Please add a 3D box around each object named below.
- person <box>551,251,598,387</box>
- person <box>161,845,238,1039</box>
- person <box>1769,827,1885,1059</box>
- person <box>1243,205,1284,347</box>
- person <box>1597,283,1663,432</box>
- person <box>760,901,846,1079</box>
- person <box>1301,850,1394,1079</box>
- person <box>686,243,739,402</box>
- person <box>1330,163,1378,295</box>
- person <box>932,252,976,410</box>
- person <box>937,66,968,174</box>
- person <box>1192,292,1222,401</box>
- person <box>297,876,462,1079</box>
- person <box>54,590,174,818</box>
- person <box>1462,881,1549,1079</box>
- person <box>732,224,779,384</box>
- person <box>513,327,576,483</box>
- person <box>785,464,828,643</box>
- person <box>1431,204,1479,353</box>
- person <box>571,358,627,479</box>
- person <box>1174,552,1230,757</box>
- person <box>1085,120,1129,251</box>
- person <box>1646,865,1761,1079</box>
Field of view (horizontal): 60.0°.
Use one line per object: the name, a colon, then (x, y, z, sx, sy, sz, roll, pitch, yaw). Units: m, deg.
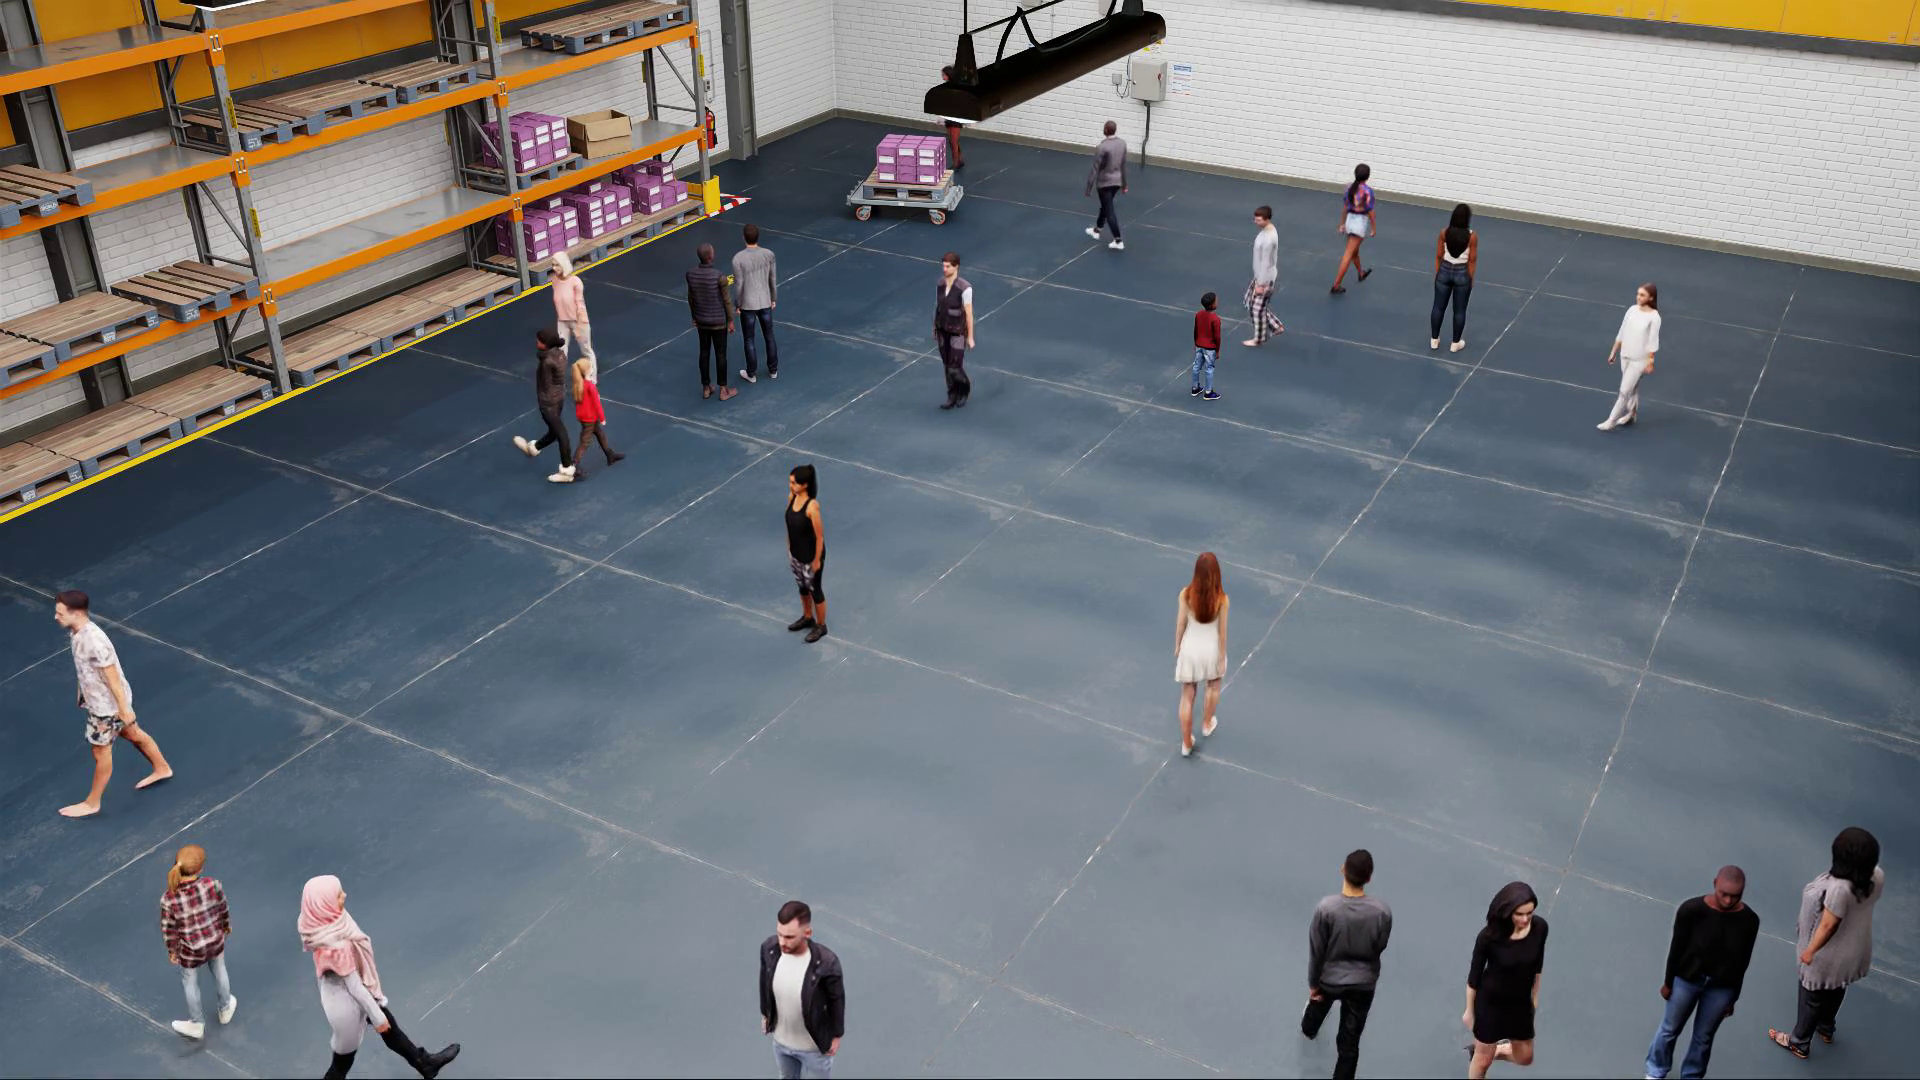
person: (-4.360, -2.507, 19.014, 0.697, 1.693, 0.995, 10, 30, 17)
person: (-4.707, 2.495, 10.277, 0.772, 1.280, 0.608, 21, 35, 33)
person: (5.289, 2.427, 10.059, 0.739, 1.609, 0.815, -16, 32, -26)
person: (3.752, -3.161, 20.085, 0.887, 1.818, 0.819, 6, 29, 11)
person: (7.417, -2.003, 18.120, 1.018, 1.666, 0.906, -13, 31, -22)
person: (-0.874, 2.733, 9.260, 0.686, 1.836, 0.580, 11, 30, 19)
person: (2.236, 2.611, 9.605, 0.866, 1.720, 1.172, 4, 29, 7)
person: (-2.815, -2.471, 18.800, 0.726, 1.836, 0.624, 10, 30, 18)
person: (5.134, -4.043, 21.835, 1.229, 1.689, 0.893, -21, 35, -33)
person: (-0.020, -2.342, 18.563, 0.735, 1.836, 0.716, 22, 36, 35)
person: (-0.049, -6.779, 26.838, 0.611, 1.703, 0.848, 13, 31, 22)
person: (2.809, -2.223, 18.953, 0.562, 1.255, 0.559, -24, 36, -36)
person: (-3.552, 2.688, 9.429, 1.232, 1.753, 1.007, -17, 33, -28)
person: (-6.185, 1.132, 12.250, 1.161, 1.784, 0.949, -21, 35, -33)
person: (3.058, 2.619, 9.526, 0.810, 1.782, 0.874, -5, 29, -10)
person: (-2.364, -2.750, 19.272, 0.736, 1.874, 0.841, -14, 32, -24)
person: (-4.298, -1.397, 17.025, 0.977, 1.650, 0.837, -25, 37, -37)
person: (-1.312, 0.090, 14.284, 0.621, 1.665, 0.649, -22, 35, -34)
person: (5.974, -3.173, 20.117, 0.626, 1.808, 0.587, 16, 33, 27)
person: (-3.881, -1.233, 17.147, 1.005, 1.245, 0.728, -21, 35, -33)
person: (1.830, 0.910, 12.753, 0.655, 1.691, 0.826, 10, 30, 18)
person: (2.142, -4.951, 23.415, 1.212, 1.770, 1.112, -18, 33, -30)
person: (4.315, 2.563, 9.664, 0.641, 1.747, 0.627, 8, 29, 13)
